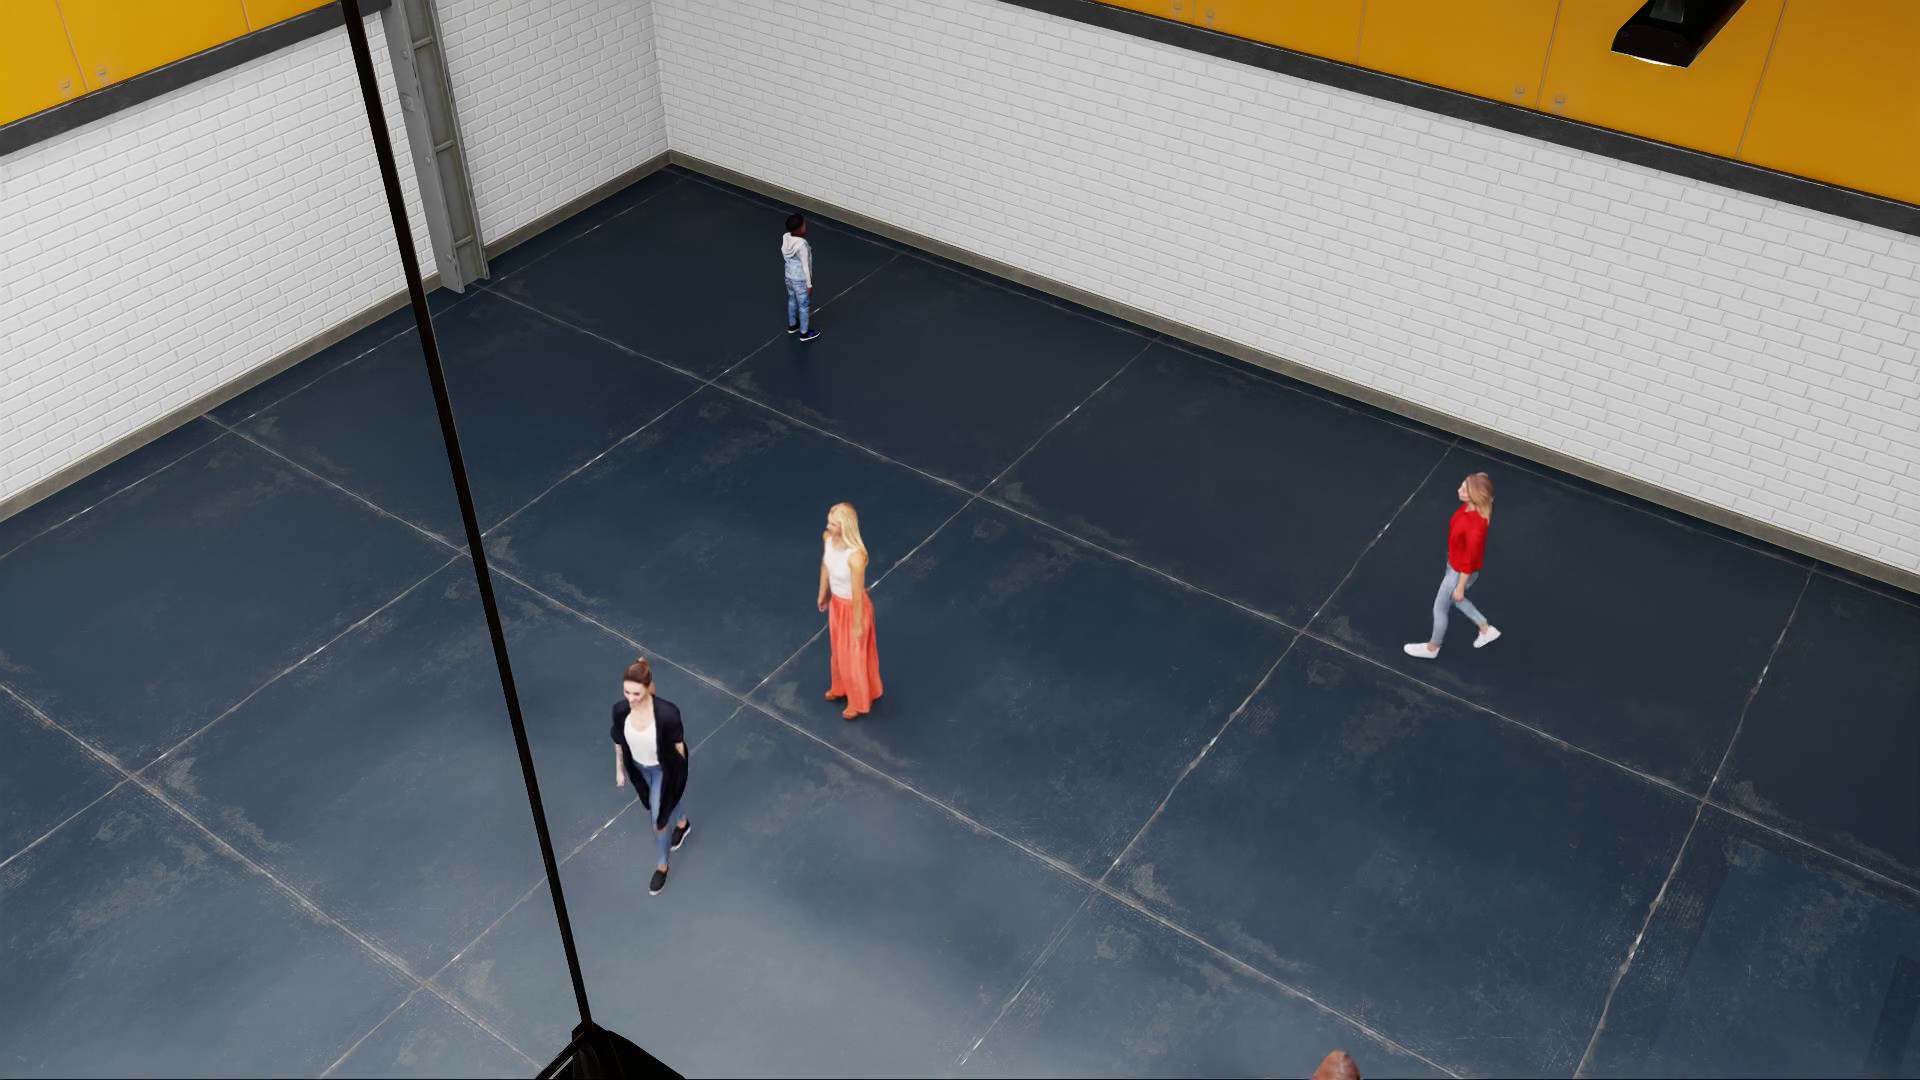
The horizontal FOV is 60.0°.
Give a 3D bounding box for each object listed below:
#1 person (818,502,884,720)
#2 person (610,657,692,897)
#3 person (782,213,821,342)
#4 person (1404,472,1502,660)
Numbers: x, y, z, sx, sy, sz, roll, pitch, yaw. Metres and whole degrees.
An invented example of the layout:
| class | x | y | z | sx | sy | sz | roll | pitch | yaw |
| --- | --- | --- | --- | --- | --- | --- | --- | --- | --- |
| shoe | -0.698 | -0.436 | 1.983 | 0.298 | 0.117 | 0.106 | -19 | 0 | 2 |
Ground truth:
| class | x | y | z | sx | sy | sz | roll | pitch | yaw |
| --- | --- | --- | --- | --- | --- | --- | --- | --- | --- |
| person | -0.752 | 0.469 | 11.479 | 0.714 | 1.803 | 0.709 | -21 | 43 | -24 |
| person | -1.878 | 1.356 | 10.484 | 0.788 | 1.657 | 0.955 | 12 | 40 | 14 |
| person | -1.524 | -2.479 | 15.606 | 0.536 | 1.258 | 0.516 | -28 | 47 | -31 |
| person | 3.649 | 0.221 | 11.875 | 0.872 | 1.696 | 0.918 | 9 | 39 | 11 |
